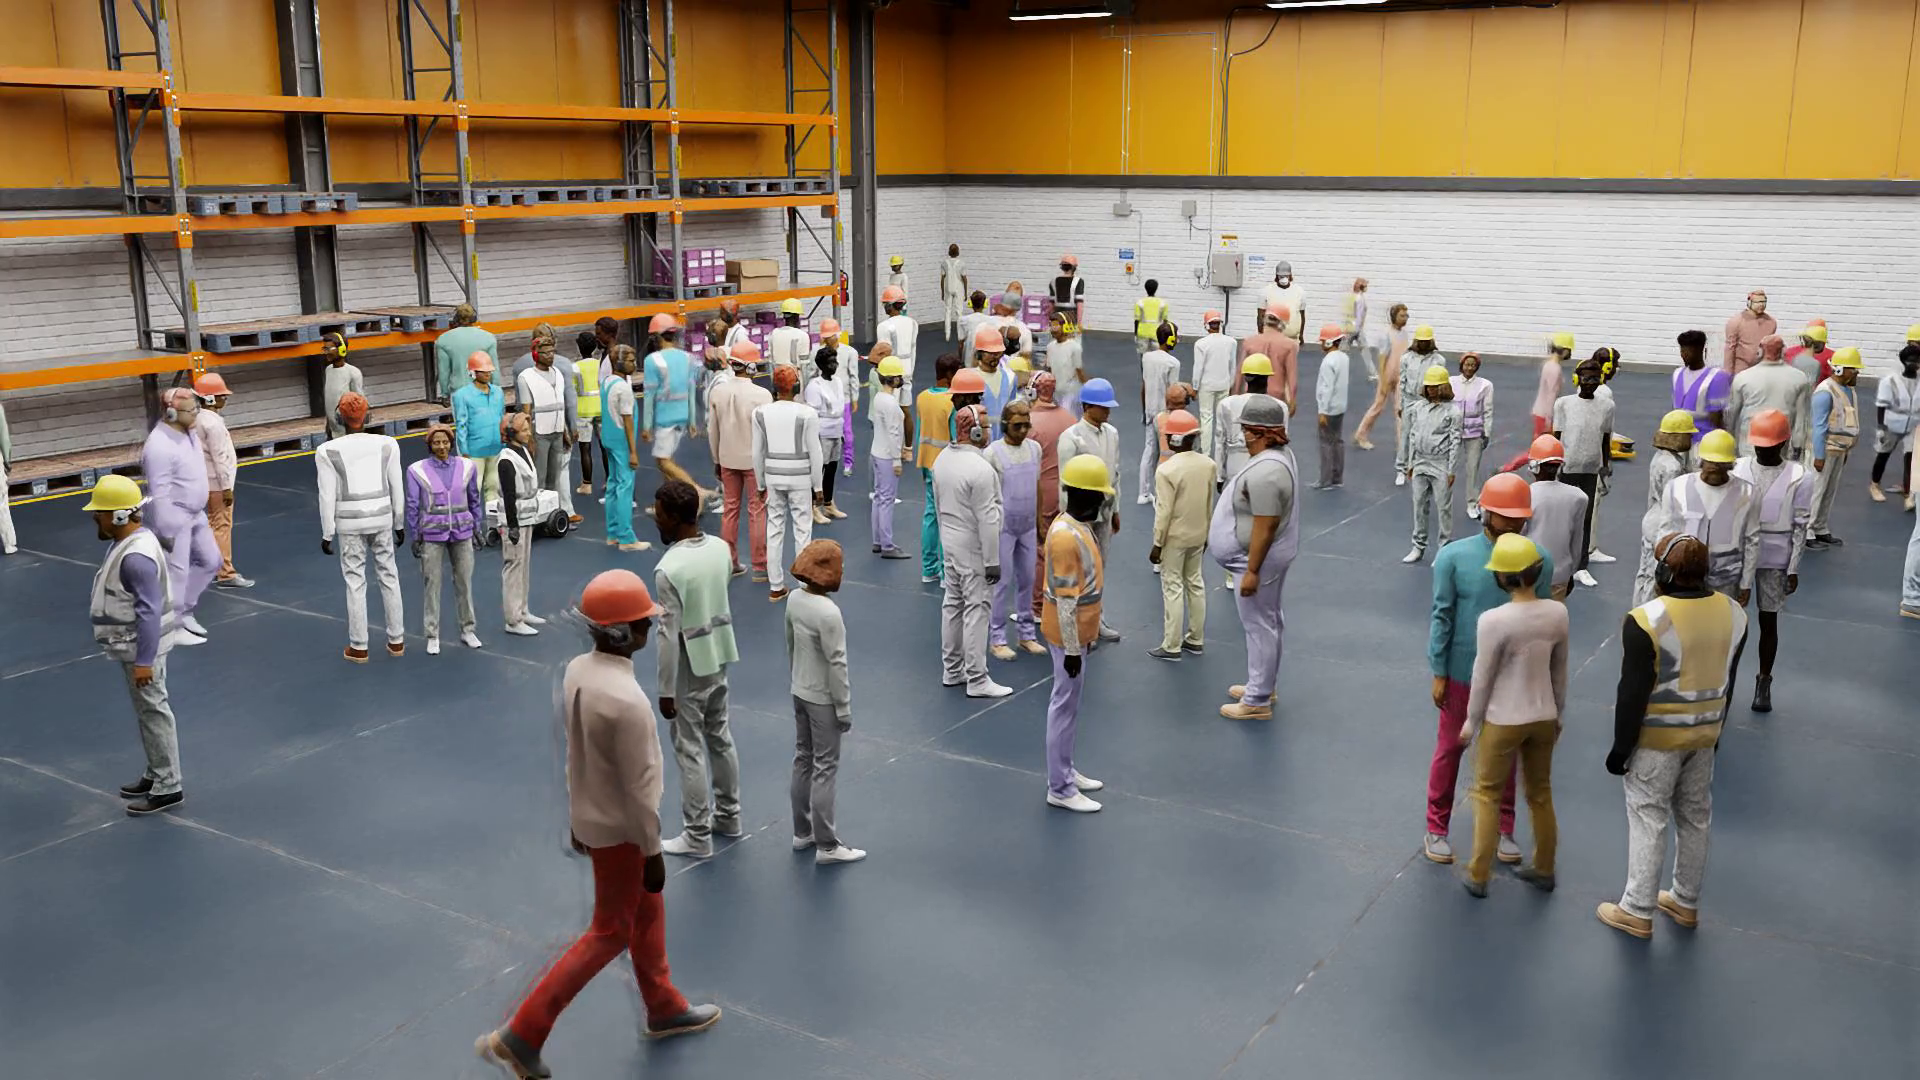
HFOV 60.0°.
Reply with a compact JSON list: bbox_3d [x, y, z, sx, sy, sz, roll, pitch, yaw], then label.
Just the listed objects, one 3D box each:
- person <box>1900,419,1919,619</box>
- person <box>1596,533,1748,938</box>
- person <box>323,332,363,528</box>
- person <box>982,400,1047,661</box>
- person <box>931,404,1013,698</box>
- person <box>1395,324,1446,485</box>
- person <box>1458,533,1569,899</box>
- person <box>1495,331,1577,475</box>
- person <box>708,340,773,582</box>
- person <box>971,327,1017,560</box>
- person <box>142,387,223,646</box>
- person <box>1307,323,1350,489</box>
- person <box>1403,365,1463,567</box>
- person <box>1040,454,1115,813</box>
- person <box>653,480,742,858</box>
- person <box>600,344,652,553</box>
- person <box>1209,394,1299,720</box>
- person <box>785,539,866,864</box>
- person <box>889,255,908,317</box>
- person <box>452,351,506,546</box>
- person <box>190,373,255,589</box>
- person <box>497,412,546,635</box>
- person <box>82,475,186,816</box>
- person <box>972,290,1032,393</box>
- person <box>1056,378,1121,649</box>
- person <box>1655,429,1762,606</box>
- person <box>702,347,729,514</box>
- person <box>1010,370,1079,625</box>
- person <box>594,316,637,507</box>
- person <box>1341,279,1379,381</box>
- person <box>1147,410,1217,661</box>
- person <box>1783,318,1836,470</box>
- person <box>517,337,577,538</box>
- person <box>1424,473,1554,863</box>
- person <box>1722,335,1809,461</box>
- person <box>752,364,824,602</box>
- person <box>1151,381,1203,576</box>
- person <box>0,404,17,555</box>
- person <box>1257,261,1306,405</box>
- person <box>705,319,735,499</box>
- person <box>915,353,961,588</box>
[{"bbox_3d":[7.417,-0.394,12.619,0.388,1.993,0.612,8,15,32],"label":"person"},{"bbox_3d":[3.161,0.874,7.452,0.623,1.845,0.430,-4,14,-19],"label":"person"},{"bbox_3d":[-5.771,-1.012,15.565,0.517,1.874,0.327,8,15,32],"label":"person"},{"bbox_3d":[0.370,-0.071,11.571,0.523,1.834,0.343,-9,16,-34],"label":"person"},{"bbox_3d":[0.085,0.070,10.797,0.410,1.909,0.642,-8,15,-30],"label":"person"},{"bbox_3d":[4.891,-1.428,17.681,0.484,1.736,0.340,3,13,13],"label":"person"},{"bbox_3d":[2.612,0.827,7.834,0.538,1.758,0.358,-5,14,-22],"label":"person"},{"bbox_3d":[5.914,-1.274,17.017,0.683,1.731,0.542,3,13,14],"label":"person"},{"bbox_3d":[-1.765,-0.648,13.718,0.622,1.992,0.394,6,14,24],"label":"person"},{"bbox_3d":[0.251,-0.805,14.294,0.614,2.043,0.373,-8,15,-31],"label":"person"},{"bbox_3d":[-5.558,-0.156,11.844,0.451,1.877,0.668,-1,13,-3],"label":"person"},{"bbox_3d":[3.897,-1.410,17.556,0.344,1.748,0.575,8,15,32],"label":"person"},{"bbox_3d":[4.035,-0.630,14.214,0.334,1.734,0.482,-11,17,-38],"label":"person"},{"bbox_3d":[0.627,0.488,8.942,0.377,1.925,0.585,2,13,8],"label":"person"},{"bbox_3d":[-1.314,0.645,8.307,0.384,1.910,0.596,6,14,23],"label":"person"},{"bbox_3d":[-3.001,-0.813,14.766,0.339,1.842,0.507,-9,16,-34],"label":"person"},{"bbox_3d":[1.823,0.097,10.386,0.536,2.000,0.672,5,14,19],"label":"person"},{"bbox_3d":[-0.689,0.792,8.263,0.279,1.633,0.498,-8,15,-32],"label":"person"},{"bbox_3d":[-1.105,-4.161,29.481,0.340,1.761,0.524,-9,16,-33],"label":"person"},{"bbox_3d":[-4.302,-0.838,15.066,0.327,1.753,0.563,8,15,32],"label":"person"},{"bbox_3d":[-6.028,-0.482,13.526,0.329,1.750,0.572,-11,17,-39],"label":"person"},{"bbox_3d":[-3.246,-0.127,12.235,0.309,1.638,0.522,0,13,-2],"label":"person"},{"bbox_3d":[-4.392,0.553,8.863,0.404,1.830,0.602,-7,15,-29],"label":"person"},{"bbox_3d":[0.472,-1.847,18.819,0.699,2.000,0.700,3,13,14],"label":"person"},{"bbox_3d":[0.931,-0.190,11.856,0.416,1.940,0.607,12,18,42],"label":"person"},{"bbox_3d":[4.651,0.205,10.393,0.593,1.824,0.403,6,14,23],"label":"person"},{"bbox_3d":[-2.366,-1.081,16.373,0.308,1.639,0.524,-3,13,-15],"label":"person"},{"bbox_3d":[0.603,-0.319,12.482,0.401,1.910,0.642,12,18,43],"label":"person"},{"bbox_3d":[-3.420,-1.268,16.572,0.373,1.917,0.594,-5,14,-22],"label":"person"},{"bbox_3d":[6.255,-3.268,25.950,0.830,1.601,0.533,-2,13,-8],"label":"person"},{"bbox_3d":[1.525,-0.035,11.589,0.575,1.748,0.337,-11,17,-40],"label":"person"},{"bbox_3d":[9.280,-1.558,18.223,0.574,1.742,0.355,9,15,33],"label":"person"},{"bbox_3d":[-3.842,-0.961,15.400,0.390,1.846,0.565,6,14,24],"label":"person"},{"bbox_3d":[2.599,0.641,8.172,0.602,1.986,0.411,0,13,-1],"label":"person"},{"bbox_3d":[7.325,-0.940,15.245,0.667,1.869,0.875,3,13,11],"label":"person"},{"bbox_3d":[-1.335,-0.432,13.024,0.573,1.883,0.353,4,14,17],"label":"person"},{"bbox_3d":[1.802,-0.498,13.836,0.306,1.645,0.521,-11,17,-40],"label":"person"},{"bbox_3d":[-8.546,-0.648,14.499,0.511,1.640,0.308,-10,16,-36],"label":"person"},{"bbox_3d":[4.537,-2.913,23.441,0.689,2.000,0.537,0,13,1],"label":"person"},{"bbox_3d":[-2.435,-1.334,17.021,0.351,1.846,0.506,6,14,25],"label":"person"},{"bbox_3d":[-0.136,-0.566,13.538,0.379,1.913,0.597,-9,16,-36],"label":"person"}]
